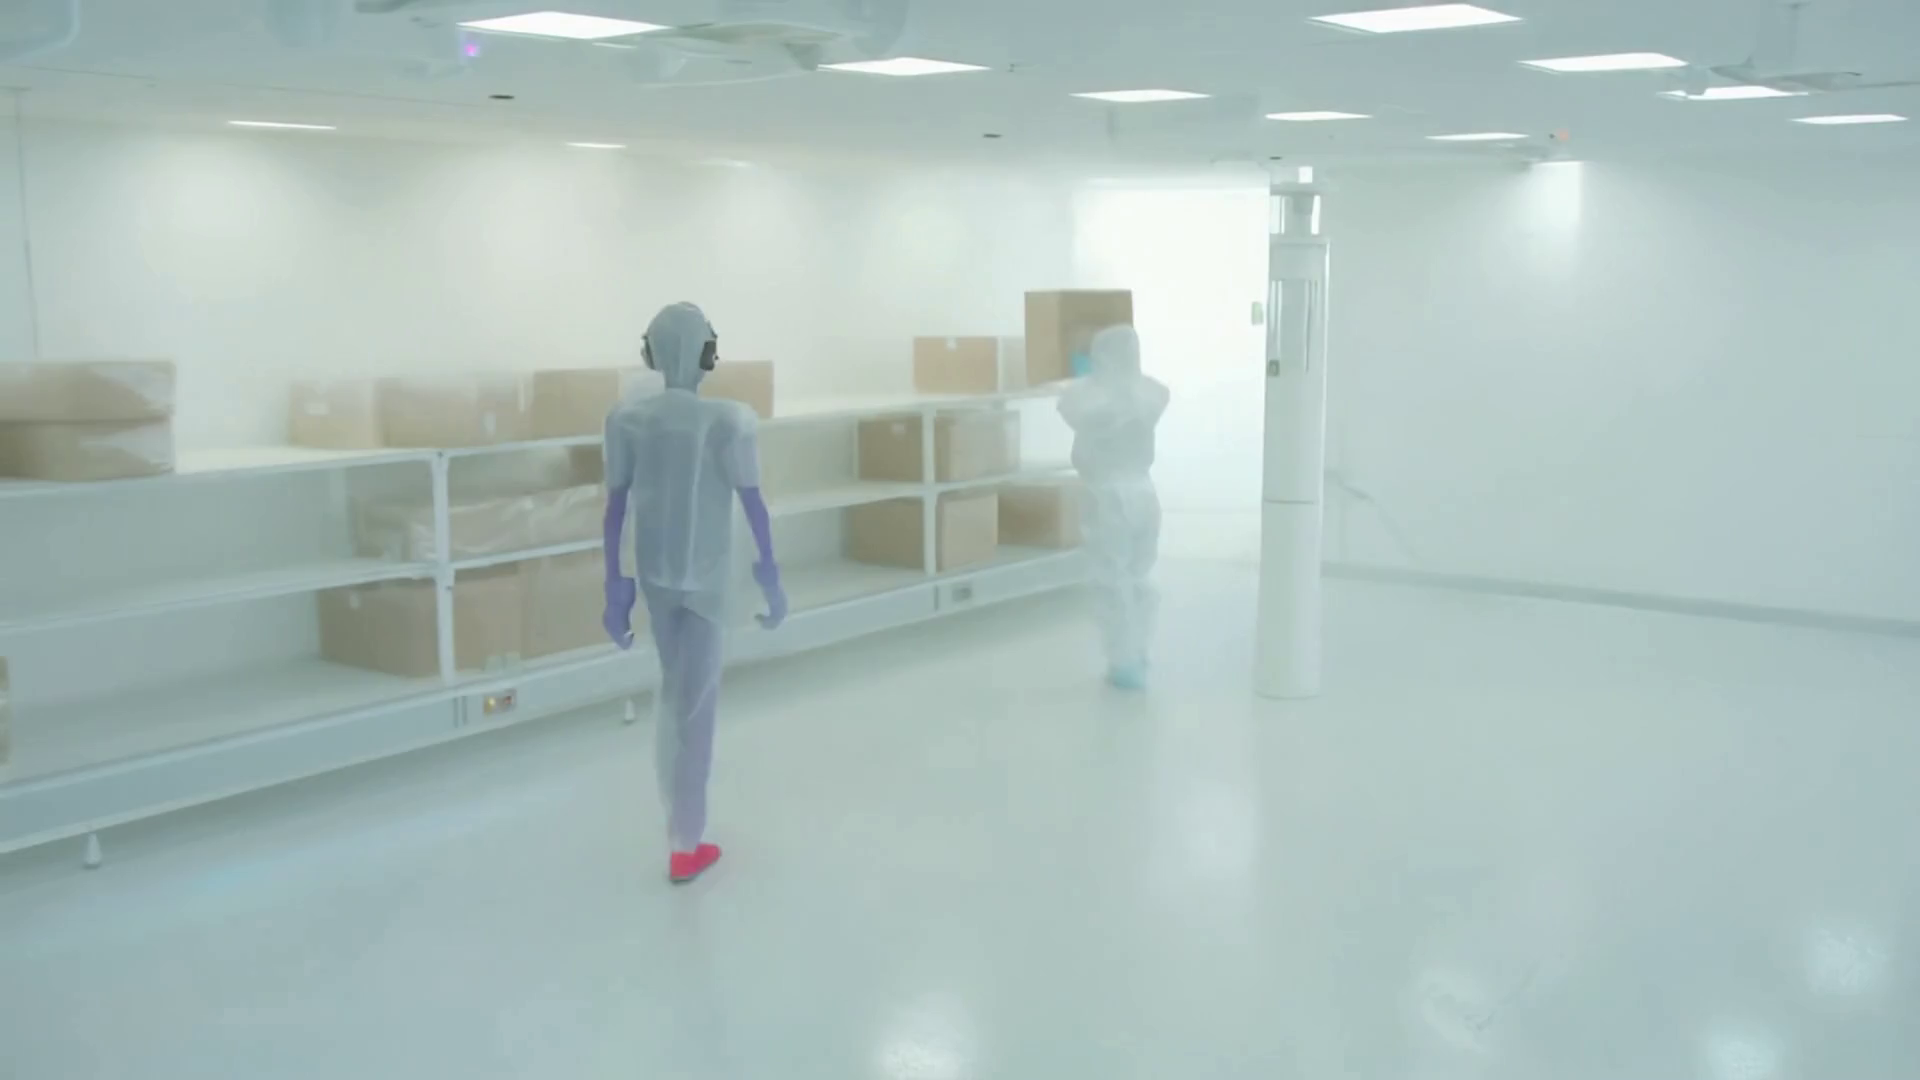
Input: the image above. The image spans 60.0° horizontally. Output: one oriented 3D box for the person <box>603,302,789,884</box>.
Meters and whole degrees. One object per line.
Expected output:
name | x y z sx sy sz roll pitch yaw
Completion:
person | -0.847 0.153 5.475 0.541 1.842 0.761 3 10 14
